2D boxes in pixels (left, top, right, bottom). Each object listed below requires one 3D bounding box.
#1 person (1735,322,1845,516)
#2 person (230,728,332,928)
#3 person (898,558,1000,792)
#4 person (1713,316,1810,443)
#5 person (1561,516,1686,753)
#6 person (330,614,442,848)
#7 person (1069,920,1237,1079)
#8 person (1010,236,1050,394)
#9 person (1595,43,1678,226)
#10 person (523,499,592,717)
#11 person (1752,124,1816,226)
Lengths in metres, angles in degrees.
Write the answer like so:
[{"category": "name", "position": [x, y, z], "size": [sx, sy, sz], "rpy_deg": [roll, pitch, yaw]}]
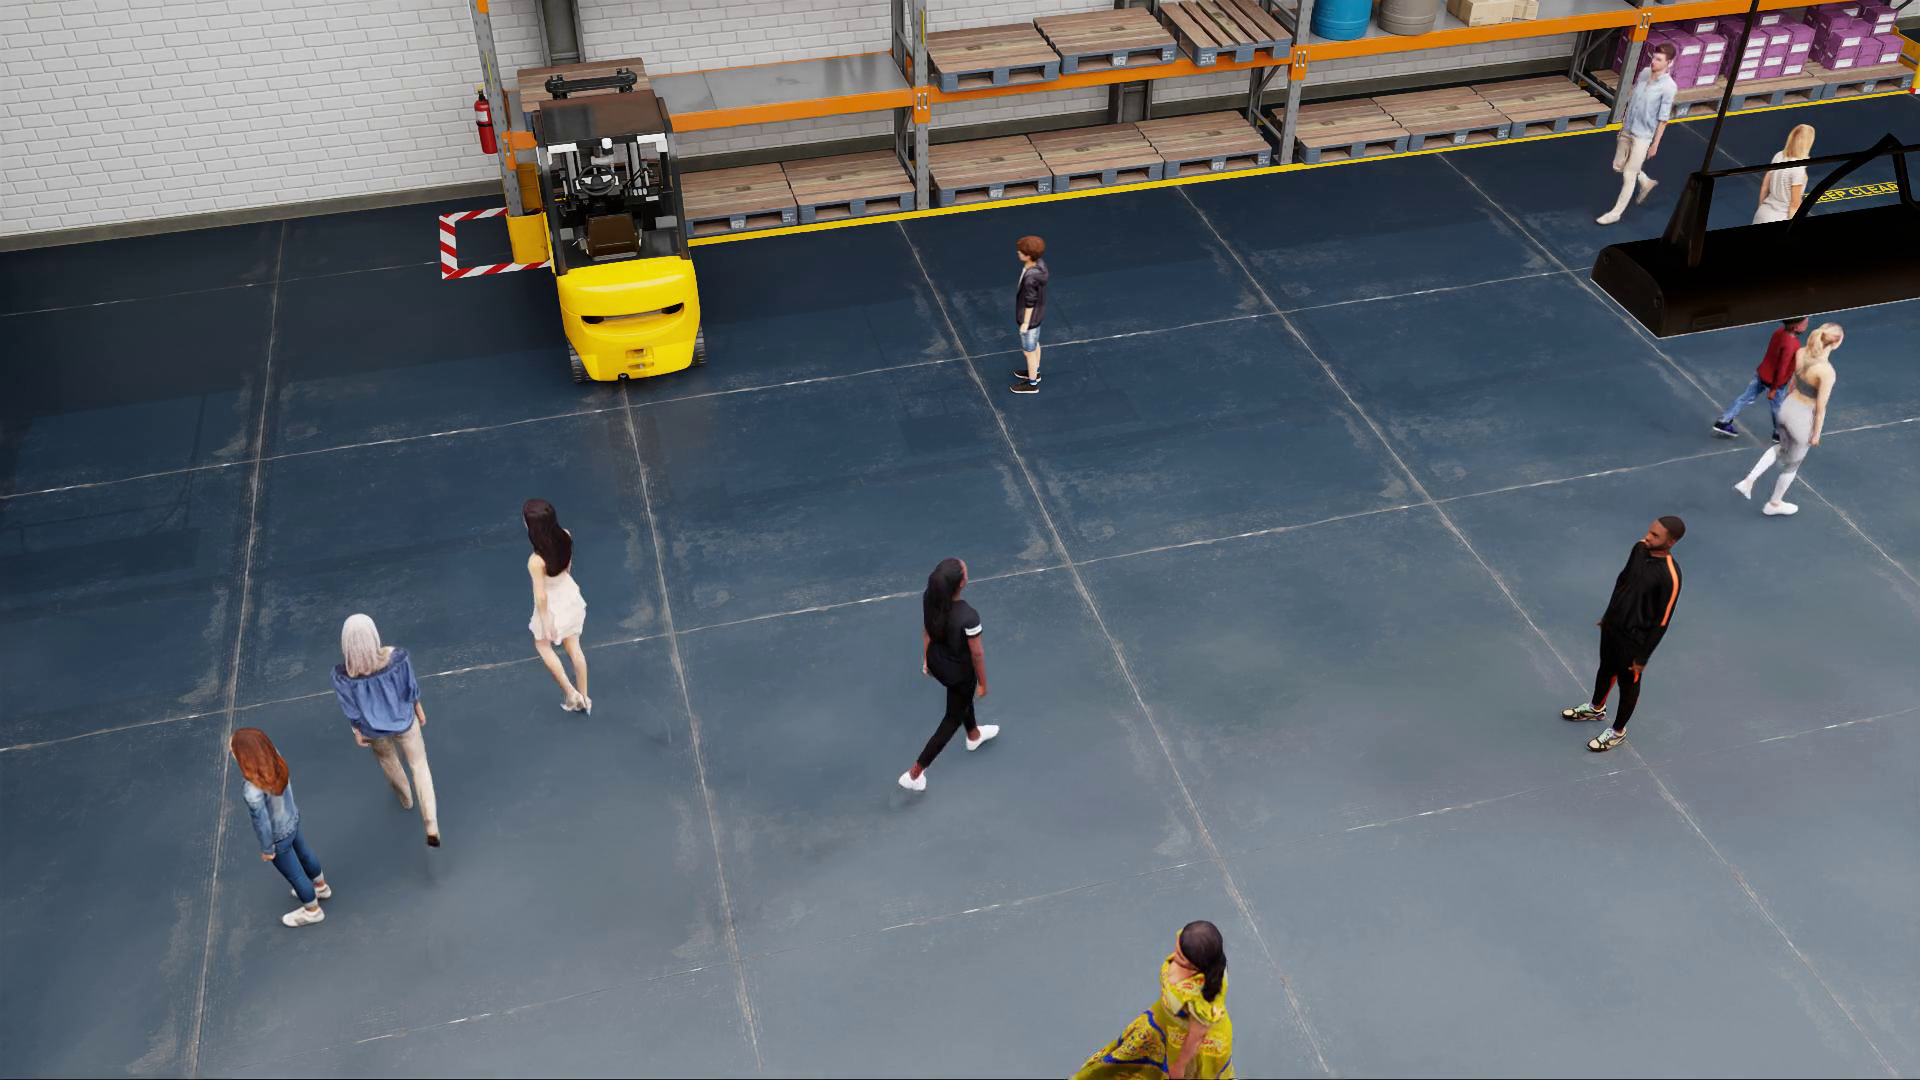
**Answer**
[{"category": "person", "position": [6.236, -0.899, 12.528], "size": [0.731, 1.693, 0.580], "rpy_deg": [-6, 39, -7]}, {"category": "person", "position": [-3.898, 1.630, 9.537], "size": [0.532, 1.474, 0.593], "rpy_deg": [-4, 39, -5]}, {"category": "person", "position": [-0.083, 0.852, 10.331], "size": [1.221, 1.698, 0.962], "rpy_deg": [-29, 47, -32]}, {"category": "person", "position": [6.484, -1.319, 13.433], "size": [0.957, 1.221, 0.678], "rpy_deg": [3, 39, 3]}, {"category": "person", "position": [4.289, 0.570, 10.597], "size": [0.509, 1.808, 0.607], "rpy_deg": [-10, 40, -12]}, {"category": "person", "position": [-3.411, 1.162, 9.970], "size": [1.017, 1.676, 0.785], "rpy_deg": [-16, 41, -19]}, {"category": "person", "position": [1.227, 2.470, 8.372], "size": [1.198, 1.626, 0.815], "rpy_deg": [-4, 39, -5]}, {"category": "person", "position": [0.592, -1.904, 13.985], "size": [0.635, 1.446, 0.613], "rpy_deg": [8, 39, 10]}, {"category": "person", "position": [6.724, -3.988, 16.281], "size": [0.969, 1.837, 0.711], "rpy_deg": [-14, 41, -17]}, {"category": "person", "position": [-2.519, 0.490, 10.765], "size": [0.740, 1.723, 0.677], "rpy_deg": [18, 42, 21]}, {"category": "person", "position": [7.257, -2.850, 14.865], "size": [0.512, 1.826, 0.596], "rpy_deg": [-9, 39, -11]}]
